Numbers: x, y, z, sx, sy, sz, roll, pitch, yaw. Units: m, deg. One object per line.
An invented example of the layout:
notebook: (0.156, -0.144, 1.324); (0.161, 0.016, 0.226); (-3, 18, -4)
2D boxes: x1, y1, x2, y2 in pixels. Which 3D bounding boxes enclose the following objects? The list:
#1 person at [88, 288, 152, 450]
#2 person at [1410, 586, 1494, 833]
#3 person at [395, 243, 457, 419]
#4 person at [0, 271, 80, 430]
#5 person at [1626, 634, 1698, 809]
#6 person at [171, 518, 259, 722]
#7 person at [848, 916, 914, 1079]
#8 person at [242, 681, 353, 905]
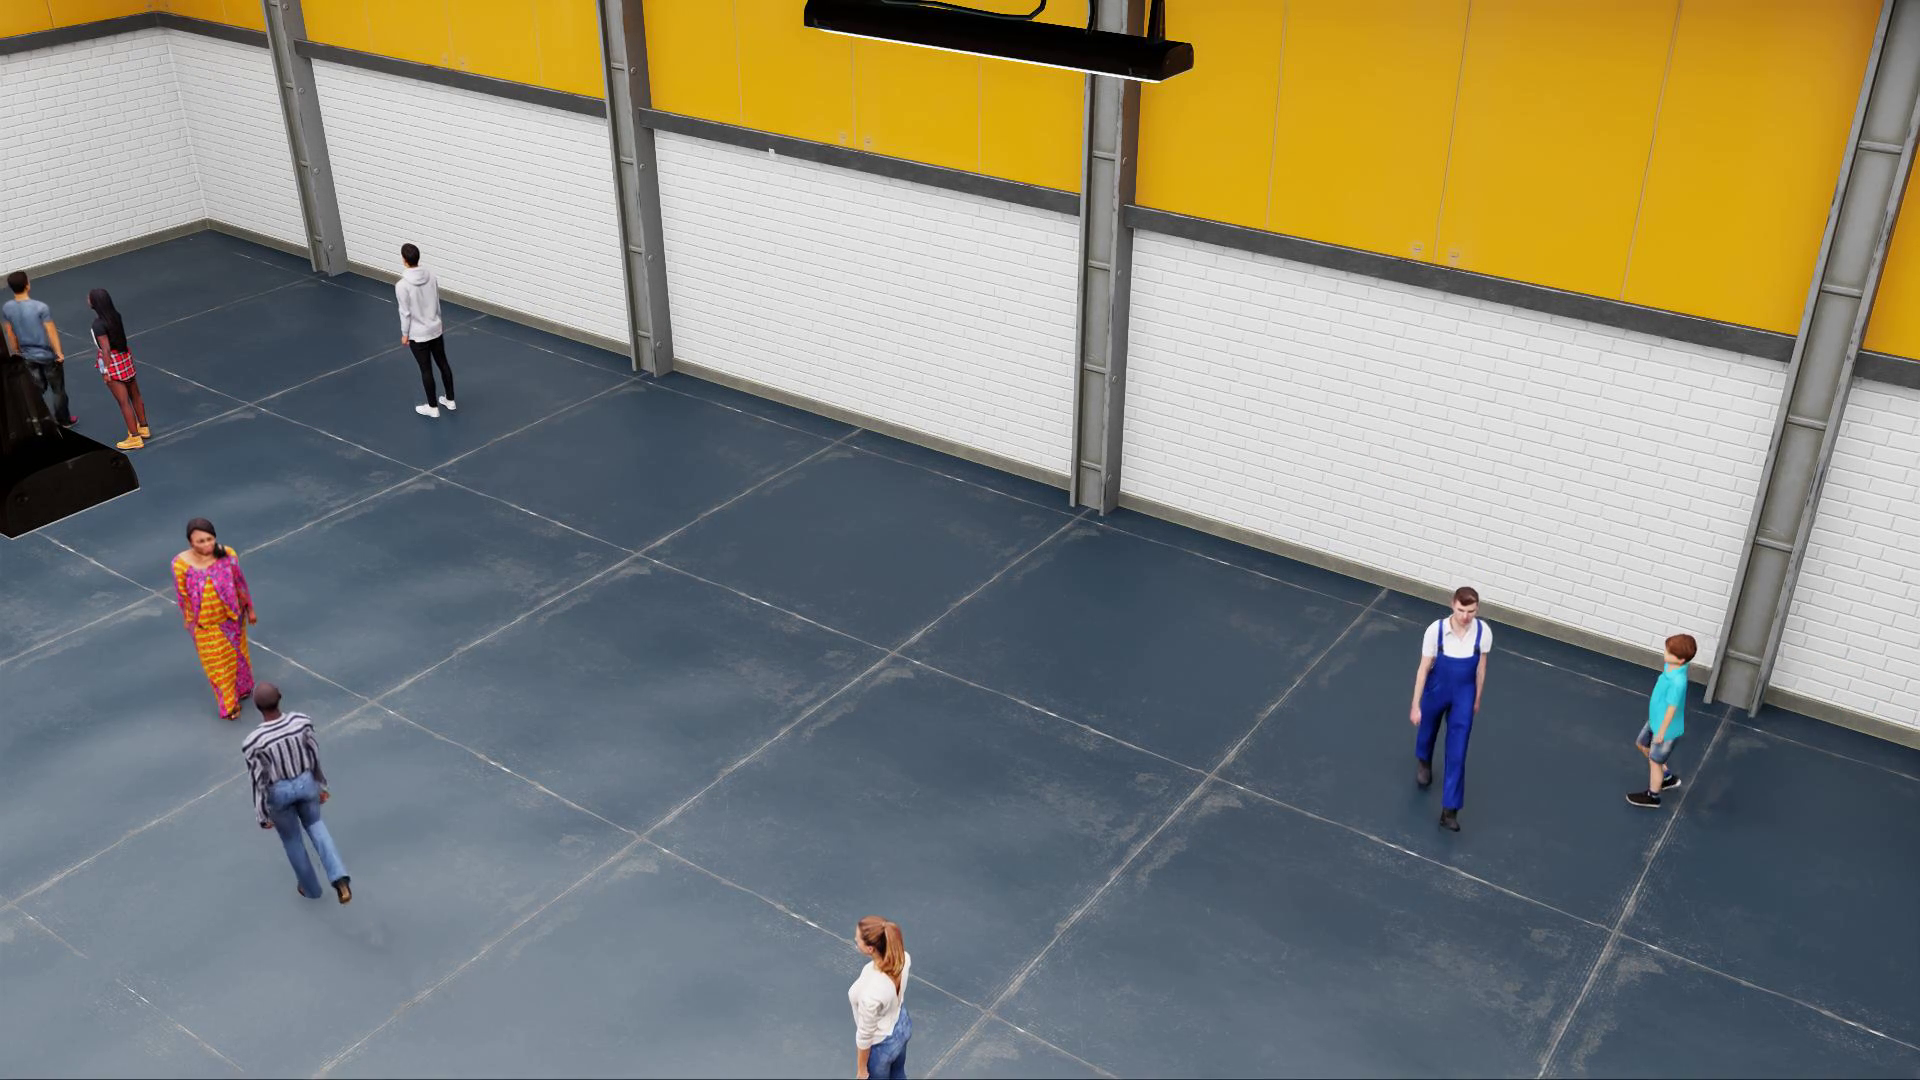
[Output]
person: (-8.755, -1.801, 17.292); (0.765, 1.729, 0.721); (-1, 29, -1)
person: (3.488, 1.085, 11.937); (1.295, 1.792, 1.117); (4, 29, 7)
person: (-5.766, -2.273, 17.950); (0.578, 1.929, 0.671); (20, 34, 32)
person: (-9.695, -1.920, 17.442); (0.990, 1.795, 0.990); (1, 29, 3)
person: (5.130, 1.301, 11.909); (0.666, 1.440, 0.622); (9, 30, 16)
person: (-5.845, 0.532, 13.060); (0.851, 1.687, 1.054); (-19, 34, -30)
person: (-0.402, 2.715, 9.017); (0.562, 1.726, 0.630); (14, 31, 23)
person: (-4.287, 1.710, 10.805); (0.873, 1.779, 0.694); (23, 36, 35)
